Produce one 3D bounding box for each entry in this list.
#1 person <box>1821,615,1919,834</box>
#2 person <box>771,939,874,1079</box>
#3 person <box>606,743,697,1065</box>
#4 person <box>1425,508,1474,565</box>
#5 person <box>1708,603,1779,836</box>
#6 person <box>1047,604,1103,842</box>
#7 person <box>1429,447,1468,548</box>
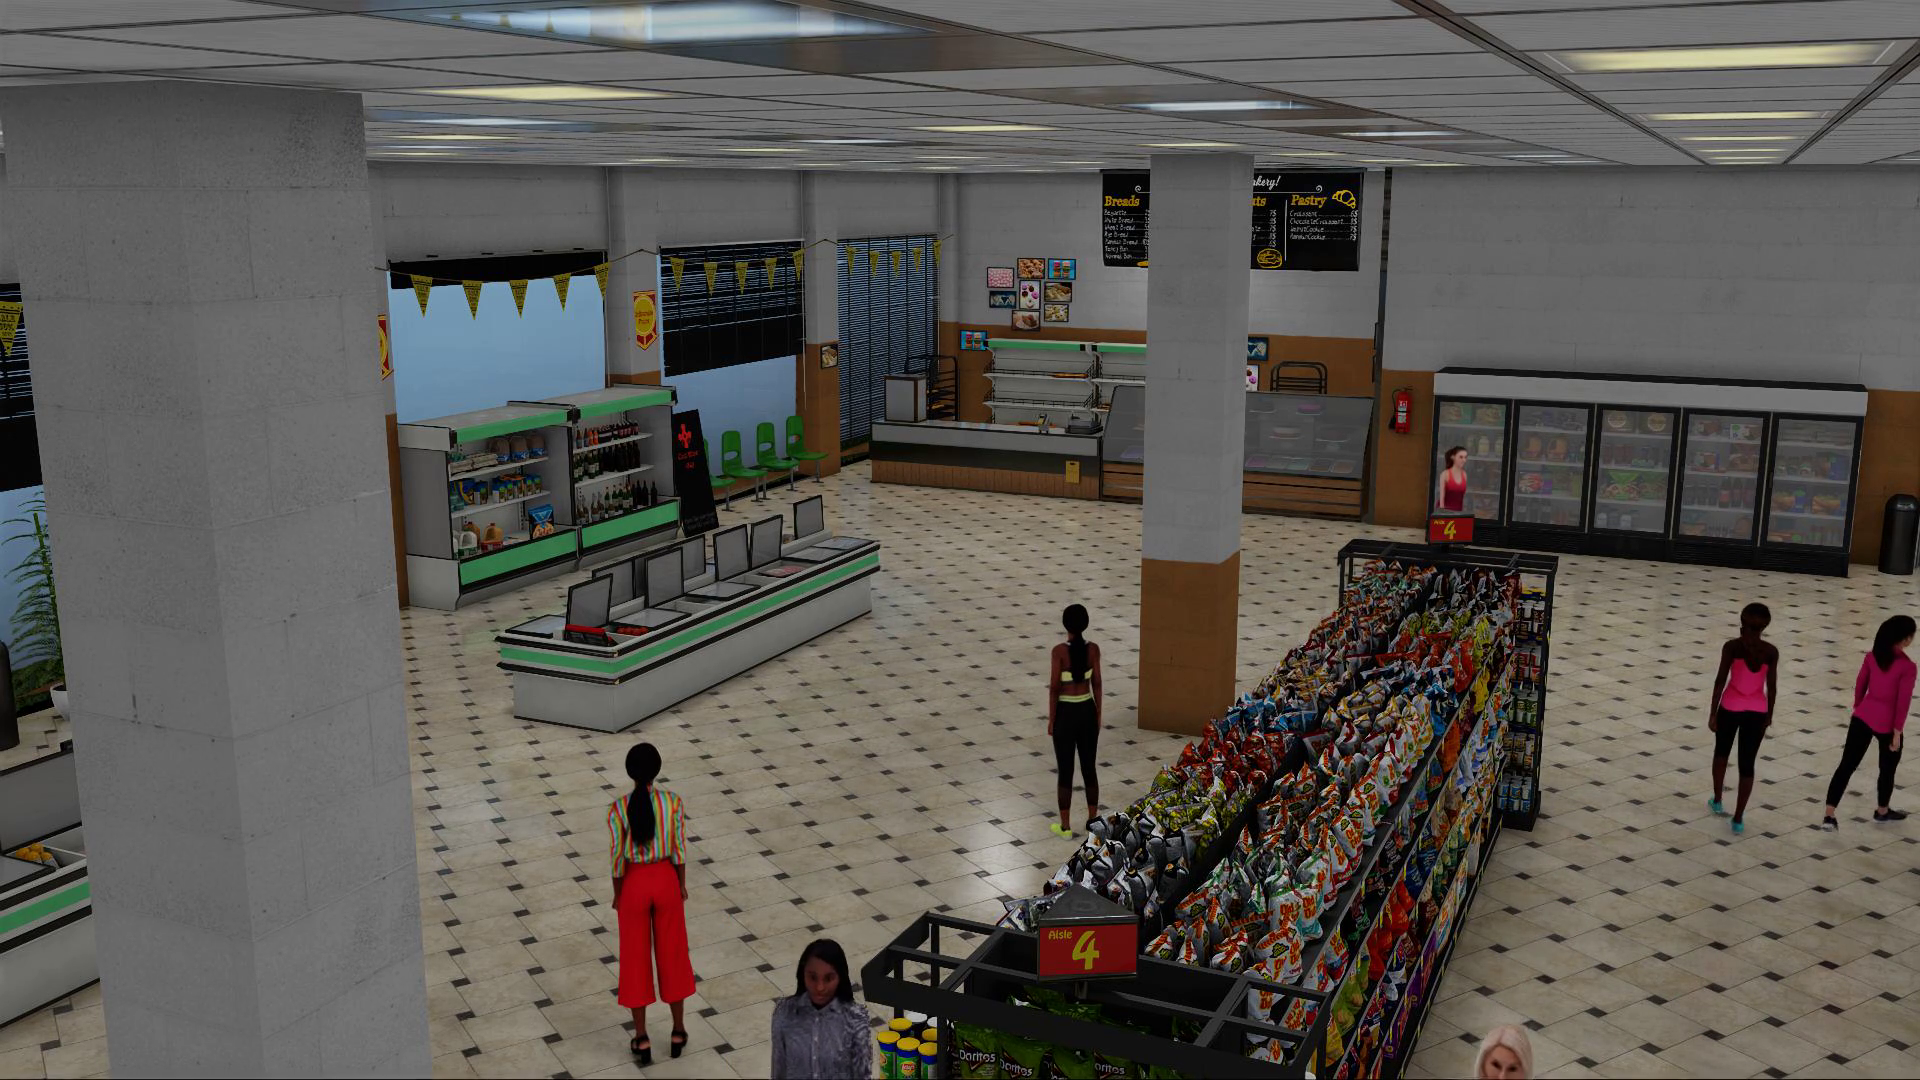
[{"bbox_3d":[6.631,1.391,12.132,1.235,1.650,1.118,-7,14,-28],"label":"person"},{"bbox_3d":[-0.553,2.454,6.995,0.818,1.688,1.130,2,12,9],"label":"person"},{"bbox_3d":[-1.692,1.965,9.063,0.677,1.792,0.729,-4,12,-17],"label":"person"},{"bbox_3d":[4.281,0.669,14.959,1.214,1.898,1.248,-5,13,-23],"label":"person"},{"bbox_3d":[5.782,1.335,12.287,0.585,1.697,0.782,5,13,24],"label":"person"},{"bbox_3d":[0.847,1.329,12.179,0.641,1.753,0.685,-3,12,-15],"label":"person"},{"bbox_3d":[5.766,-0.246,19.800,1.075,1.694,1.203,-3,12,-14],"label":"person"}]
